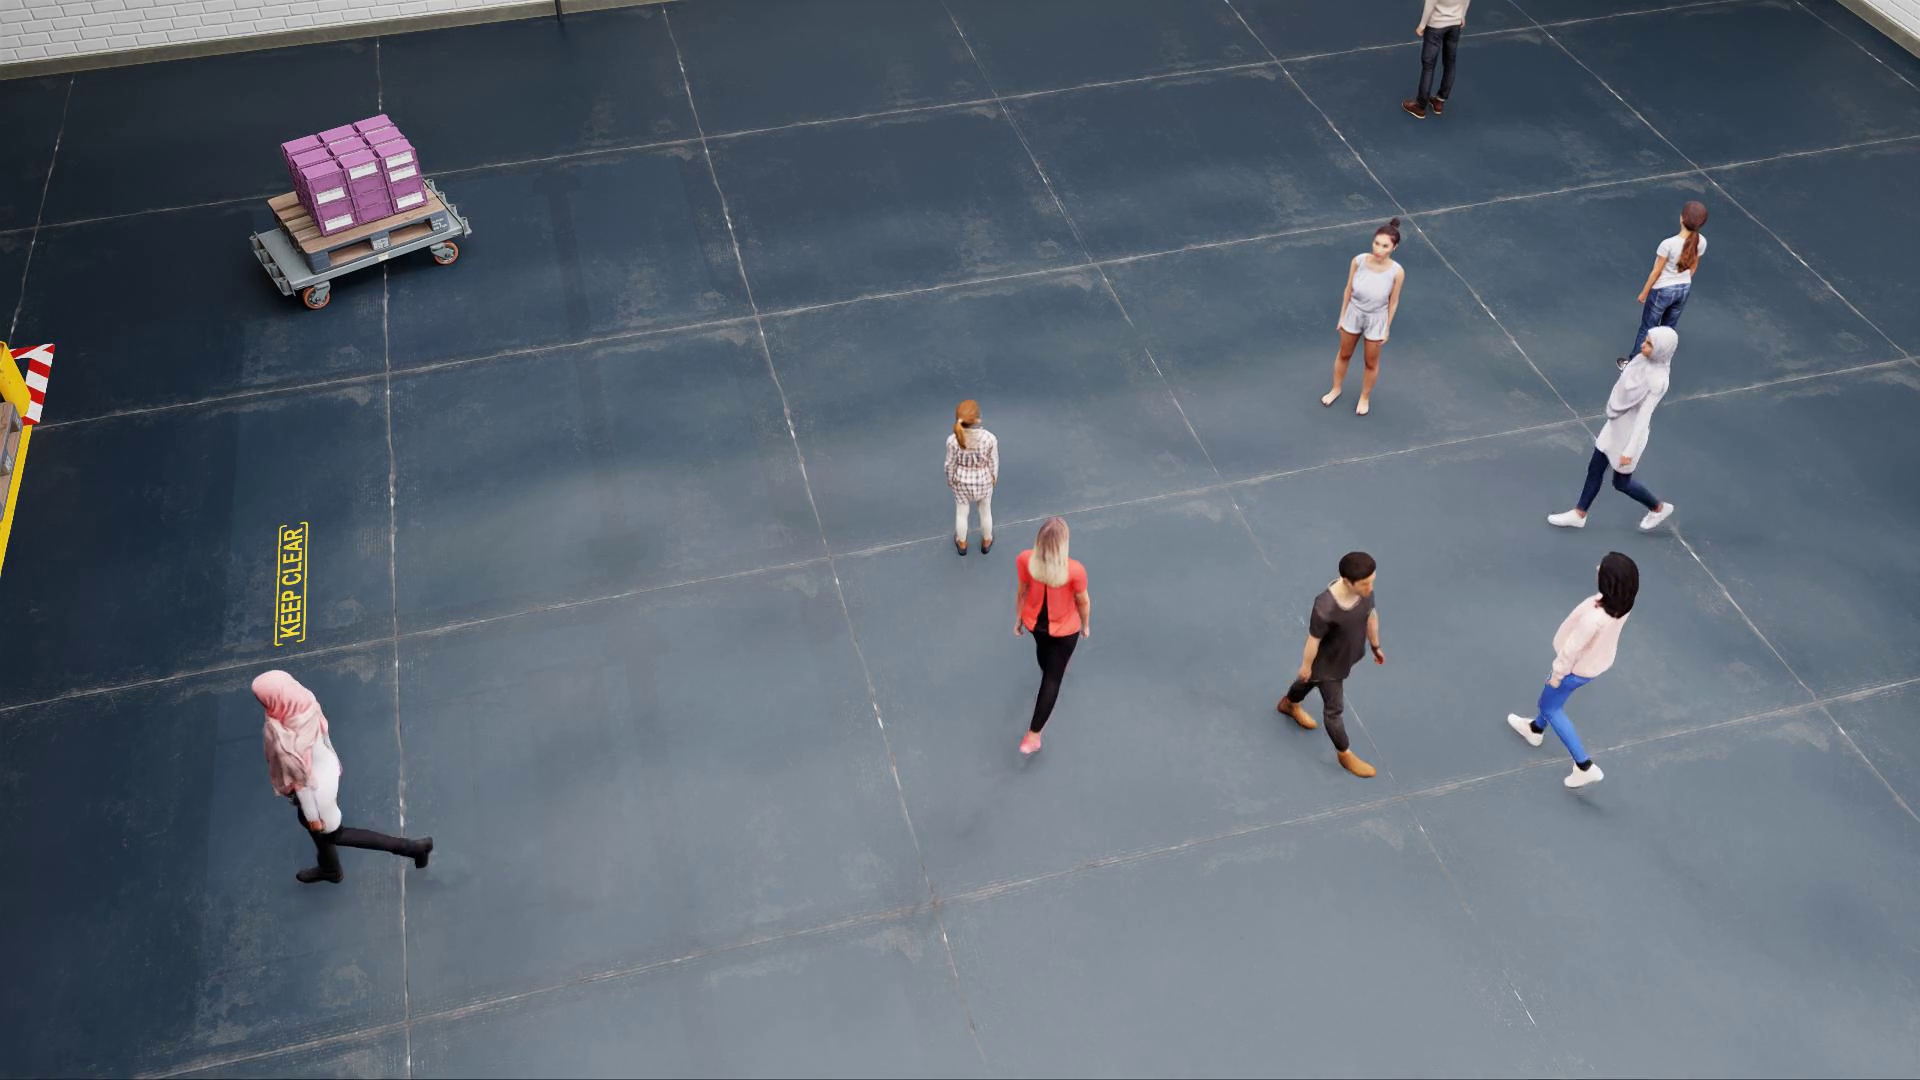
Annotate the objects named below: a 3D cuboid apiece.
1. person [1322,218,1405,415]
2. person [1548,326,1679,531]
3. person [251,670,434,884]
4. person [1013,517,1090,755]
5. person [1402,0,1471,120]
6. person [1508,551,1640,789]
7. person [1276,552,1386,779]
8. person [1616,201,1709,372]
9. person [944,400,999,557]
[{"bbox_3d":[3.074,-1.678,12.555,0.670,1.604,0.727,20,47,20],"label":"person"},{"bbox_3d":[4.671,-0.717,11.434,0.908,1.757,1.064,3,44,3],"label":"person"},{"bbox_3d":[-3.475,1.366,9.232,0.791,1.779,1.053,-4,44,-4],"label":"person"},{"bbox_3d":[0.519,0.586,10.135,1.061,1.663,1.197,17,46,17],"label":"person"},{"bbox_3d":[4.581,-4.891,15.736,0.663,1.868,0.580,-14,45,-14],"label":"person"},{"bbox_3d":[3.732,0.779,9.869,0.888,1.752,1.086,-27,50,-26],"label":"person"},{"bbox_3d":[2.212,0.638,10.075,1.144,1.671,0.966,34,53,31],"label":"person"},{"bbox_3d":[5.477,-1.932,12.851,0.552,1.563,0.544,-6,44,-7],"label":"person"},{"bbox_3d":[0.084,-0.421,11.448,0.569,1.310,0.557,0,44,0],"label":"person"}]
